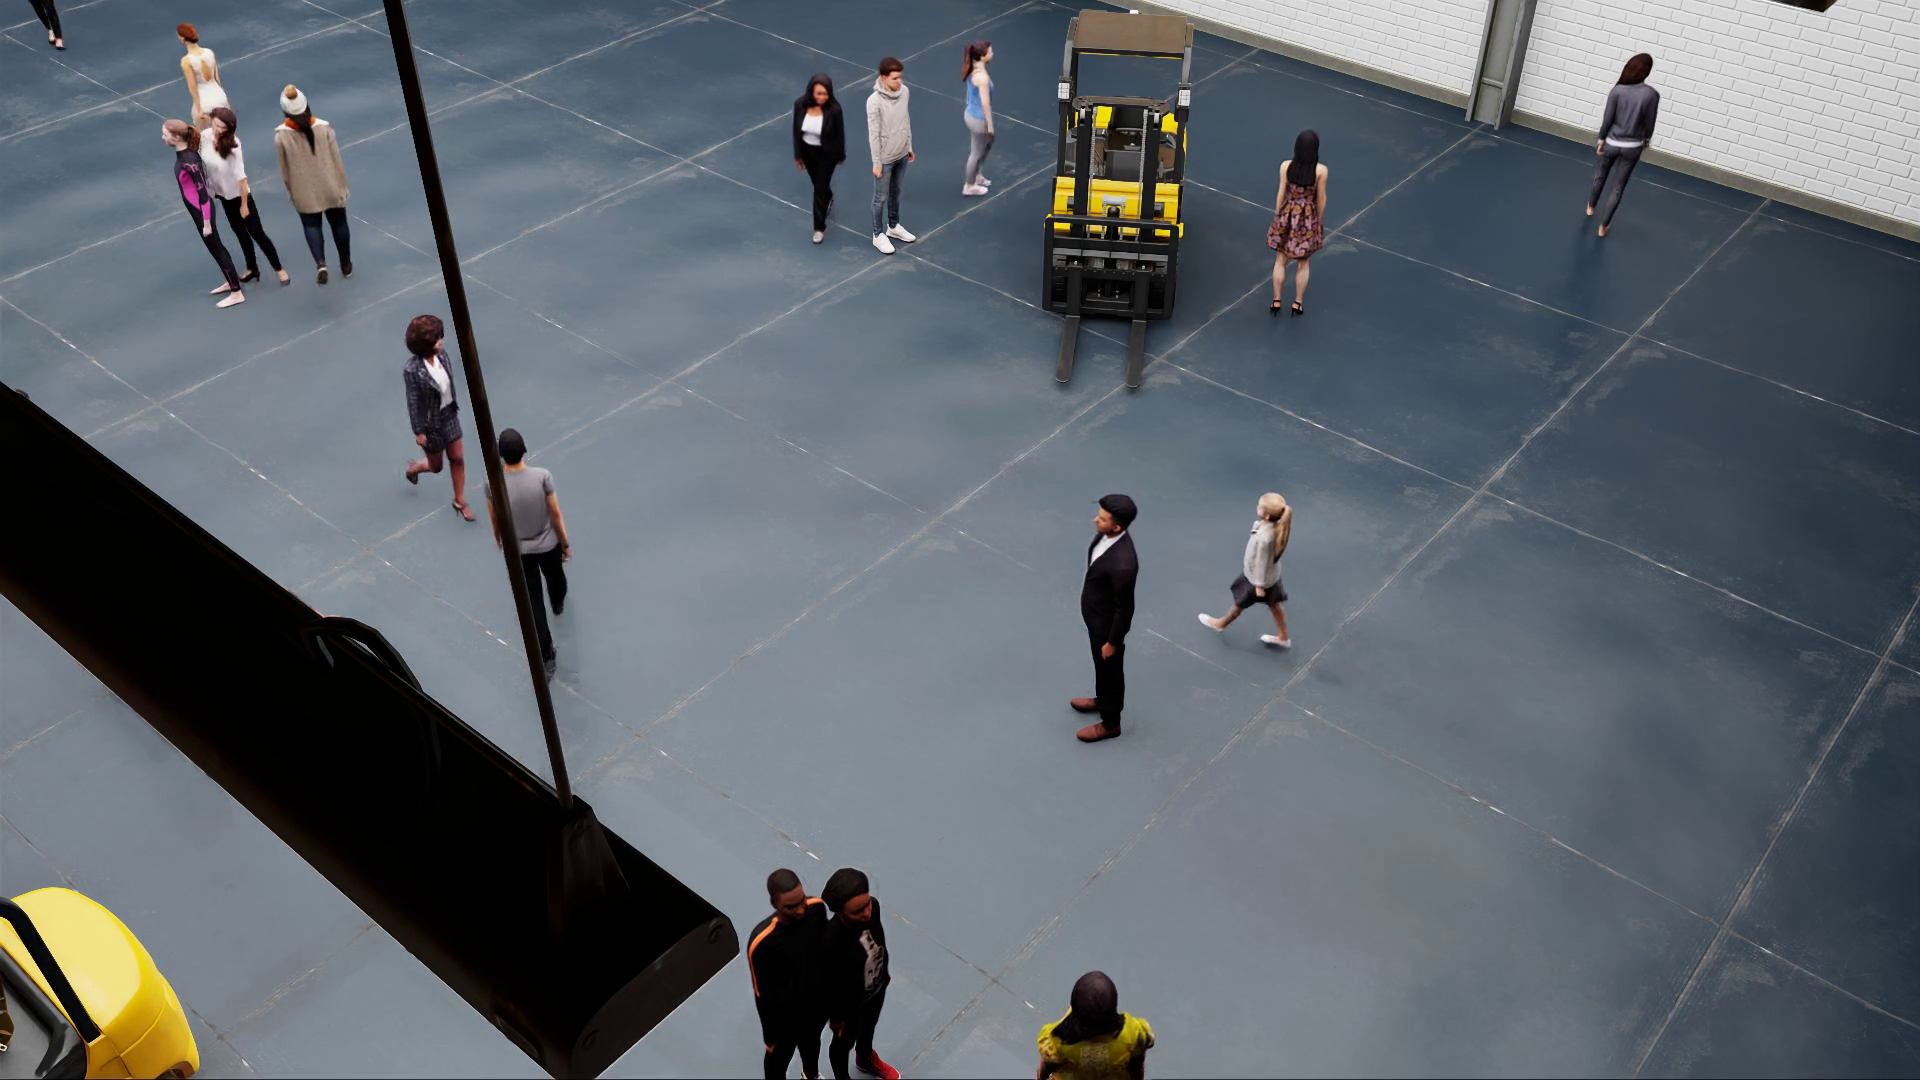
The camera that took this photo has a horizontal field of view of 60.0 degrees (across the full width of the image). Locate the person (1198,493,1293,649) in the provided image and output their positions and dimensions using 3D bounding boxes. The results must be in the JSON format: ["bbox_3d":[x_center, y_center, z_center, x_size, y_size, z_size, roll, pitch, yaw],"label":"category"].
[{"bbox_3d":[2.086,0.238,11.151,0.916,1.242,0.638,19,42,22],"label":"person"}]

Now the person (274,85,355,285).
[{"bbox_3d":[-5.762,-3.134,14.860,0.930,1.883,1.018,-12,40,-14],"label":"person"}]

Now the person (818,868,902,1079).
[{"bbox_3d":[-0.525,2.233,8.306,0.539,1.675,0.603,25,45,28],"label":"person"}]

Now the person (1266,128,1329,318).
[{"bbox_3d":[2.935,-2.747,14.462,0.747,1.775,0.838,10,40,12],"label":"person"}]

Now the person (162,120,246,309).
[{"bbox_3d":[-6.677,-2.890,14.661,0.698,1.750,0.588,-18,42,-21],"label":"person"}]

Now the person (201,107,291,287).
[{"bbox_3d":[-6.502,-3.081,14.884,0.806,1.769,0.553,-30,48,-32],"label":"person"}]

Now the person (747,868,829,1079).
[{"bbox_3d":[-0.815,2.250,8.179,0.644,1.808,0.568,-31,48,-33],"label":"person"}]

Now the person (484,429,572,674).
[{"bbox_3d":[-2.820,0.091,10.960,1.014,1.710,1.210,-9,40,-11],"label":"person"}]

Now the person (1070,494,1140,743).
[{"bbox_3d":[0.937,0.468,10.349,0.819,1.884,0.752,-4,39,-5],"label":"person"}]

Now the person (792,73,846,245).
[{"bbox_3d":[-1.331,-3.712,15.838,1.102,1.565,1.003,7,39,9],"label":"person"}]

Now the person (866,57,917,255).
[{"bbox_3d":[-0.660,-3.607,15.477,0.551,1.851,0.658,28,47,31],"label":"person"}]

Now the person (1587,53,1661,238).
[{"bbox_3d":[6.240,-3.689,15.662,0.872,1.750,0.818,16,41,19],"label":"person"}]

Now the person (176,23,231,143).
[{"bbox_3d":[-7.396,-4.316,16.540,0.581,1.633,0.573,22,44,26],"label":"person"}]

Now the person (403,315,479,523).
[{"bbox_3d":[-3.897,-0.882,12.214,0.931,1.665,0.702,24,44,27],"label":"person"}]

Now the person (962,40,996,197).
[{"bbox_3d":[0.107,-4.125,16.329,0.765,1.597,0.688,-10,40,-12],"label":"person"}]

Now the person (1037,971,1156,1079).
[{"bbox_3d":[0.624,2.684,7.784,1.240,1.622,1.323,-5,39,-6],"label":"person"}]
